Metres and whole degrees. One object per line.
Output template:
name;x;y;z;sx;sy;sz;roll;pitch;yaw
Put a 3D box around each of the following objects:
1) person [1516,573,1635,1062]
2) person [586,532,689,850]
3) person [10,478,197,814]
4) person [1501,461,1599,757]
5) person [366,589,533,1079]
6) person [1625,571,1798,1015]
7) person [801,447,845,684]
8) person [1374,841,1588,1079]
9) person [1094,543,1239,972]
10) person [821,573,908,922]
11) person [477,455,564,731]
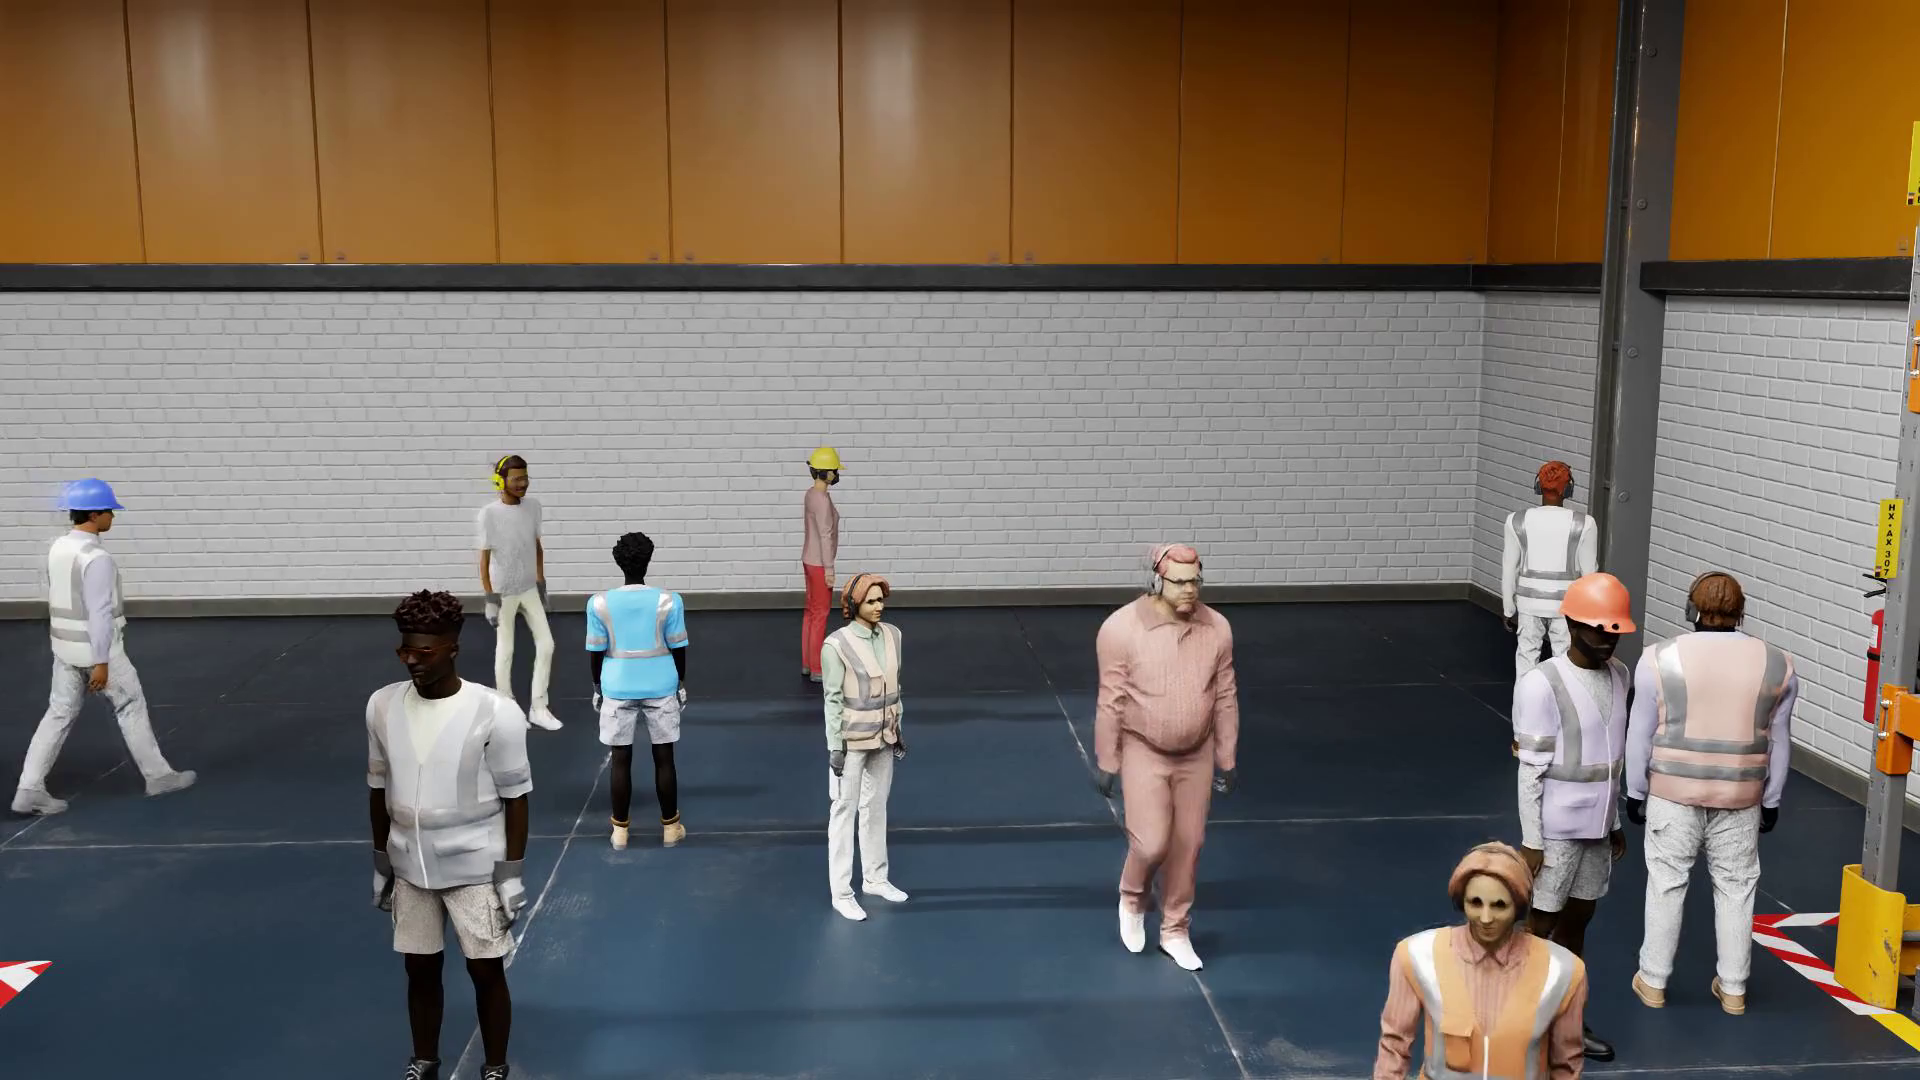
person;2.350;1.072;6.318;0.551;1.932;0.376;-6;11;-31
person;-1.693;0.800;8.785;0.532;1.693;0.319;-1;9;-6
person;-4.948;0.597;9.432;0.616;1.906;0.990;6;11;35
person;3.685;0.446;10.412;0.573;1.883;0.354;5;10;28
person;-1.798;1.132;5.837;0.608;1.966;0.372;2;9;12
person;3.064;1.039;6.859;0.628;1.836;0.429;2;9;12
person;-1.016;0.184;12.422;0.328;1.767;0.530;-3;9;-16
person;1.367;1.543;4.417;0.520;1.597;0.862;3;10;18
person;0.919;0.944;7.237;0.663;1.890;0.420;-3;10;-19
person;-0.455;0.964;7.919;0.309;1.641;0.515;7;11;38
person;-2.876;0.368;10.982;0.643;1.852;0.554;8;12;42
